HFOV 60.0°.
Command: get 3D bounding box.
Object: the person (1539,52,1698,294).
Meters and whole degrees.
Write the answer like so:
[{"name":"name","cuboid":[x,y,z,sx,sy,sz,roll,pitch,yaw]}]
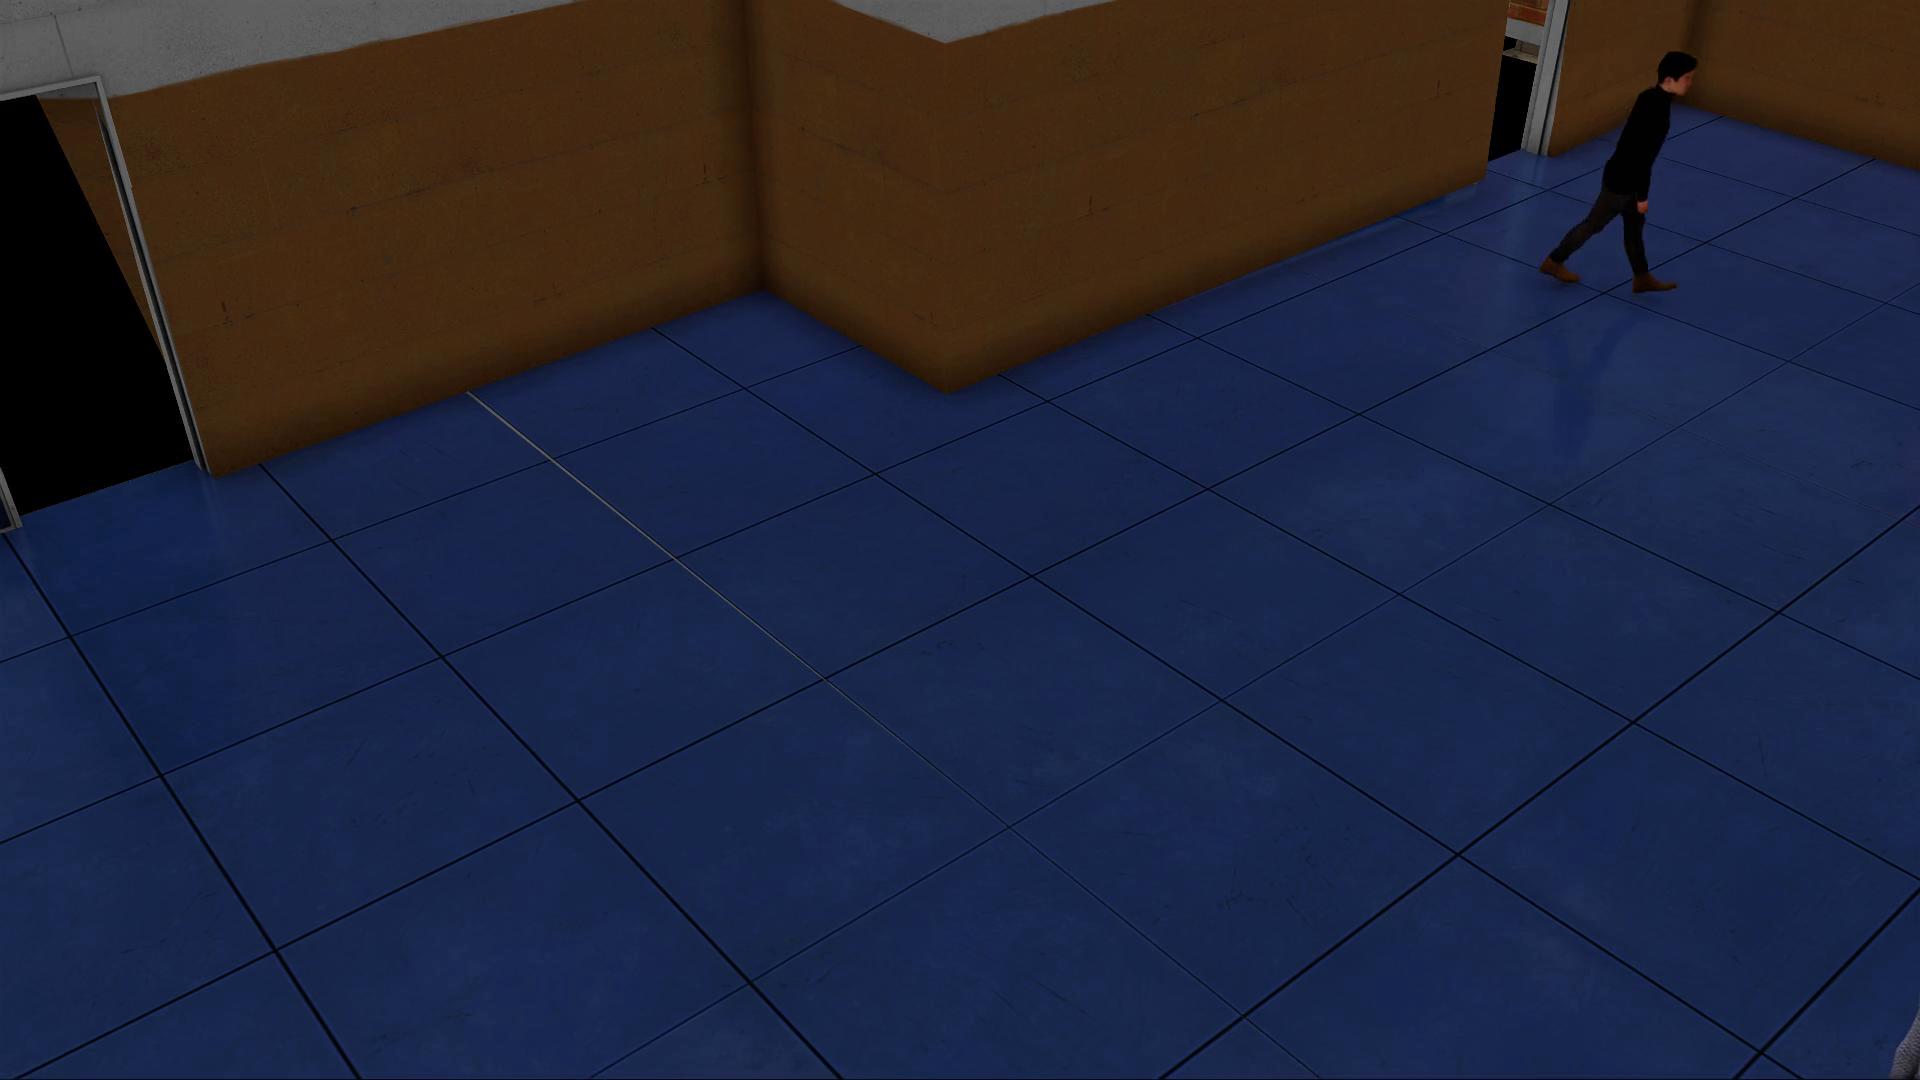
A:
[{"name":"person","cuboid":[4.347,-2.428,11.080,1.225,1.665,0.957,13,36,18]}]
